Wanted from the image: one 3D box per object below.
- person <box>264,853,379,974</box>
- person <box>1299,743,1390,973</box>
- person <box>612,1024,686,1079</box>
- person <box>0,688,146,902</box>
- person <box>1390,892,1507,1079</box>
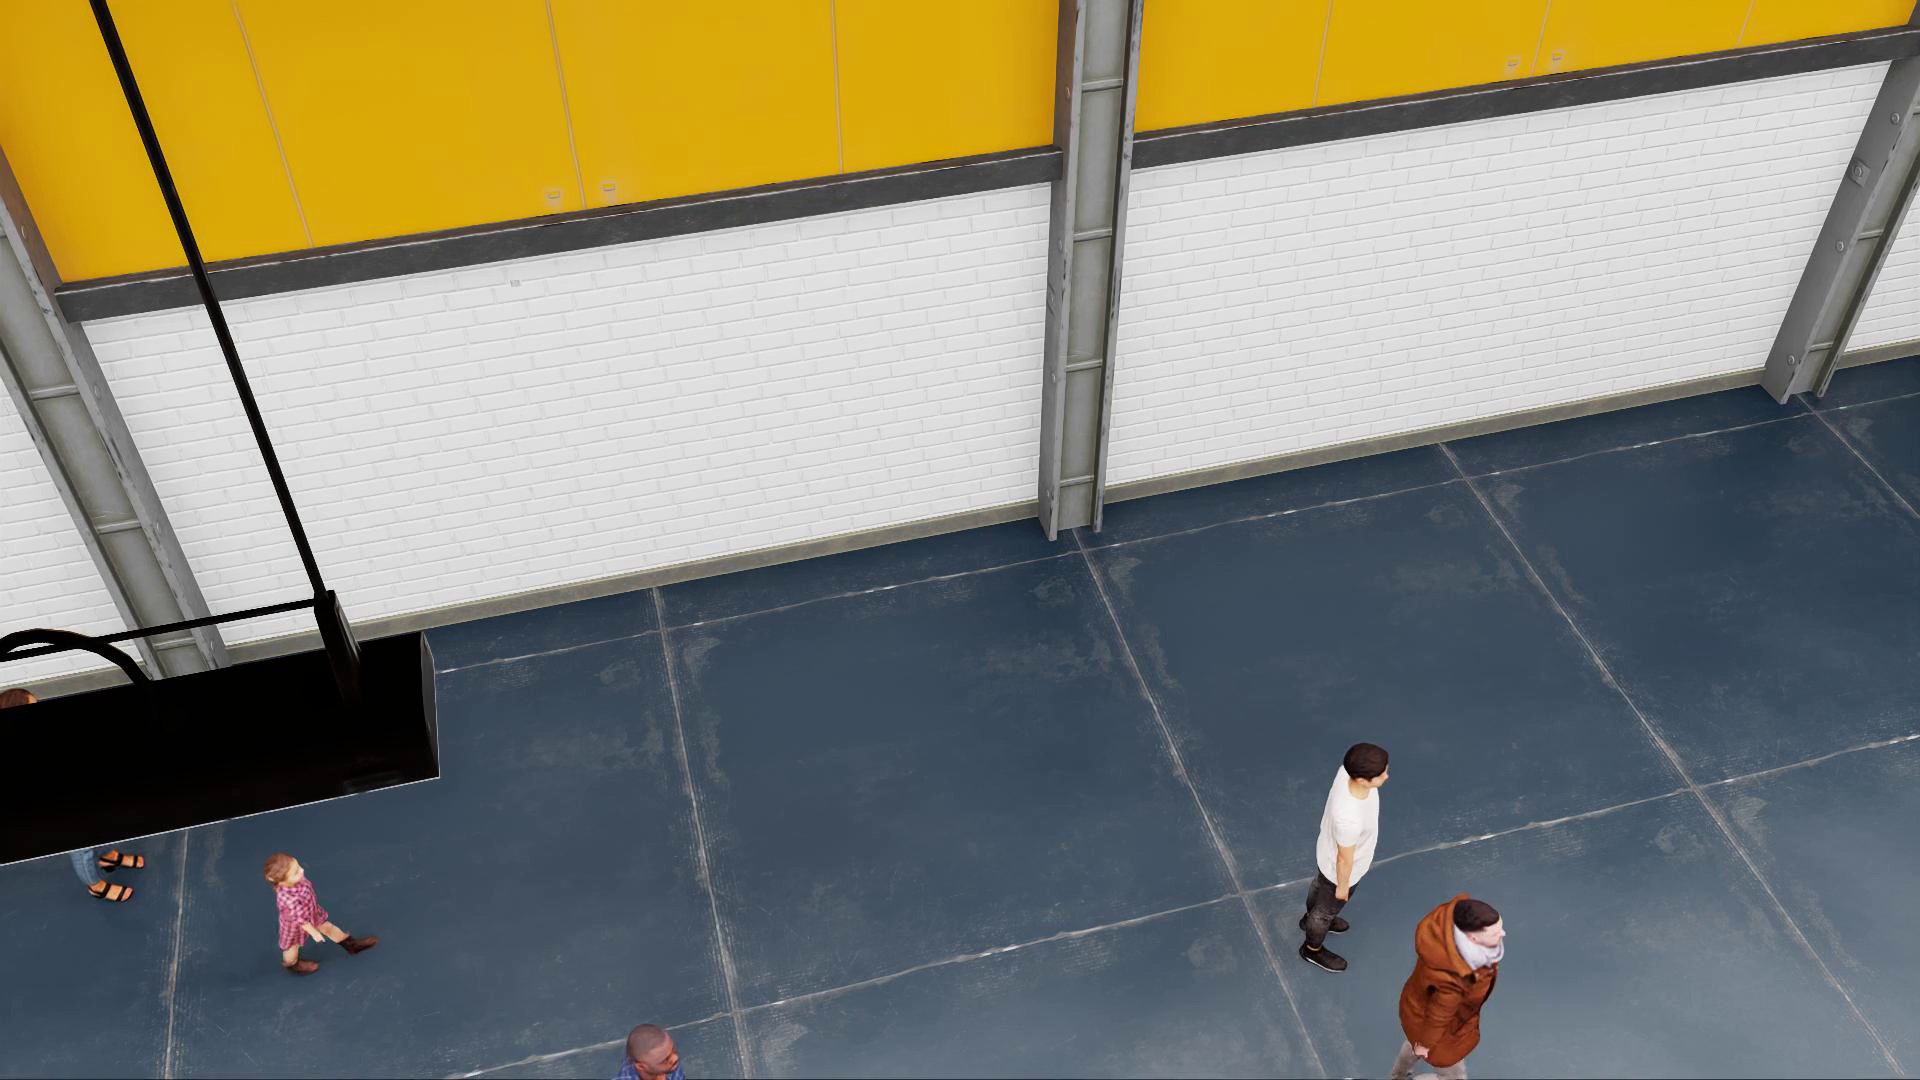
[{"bbox_3d":[-3.637,2.050,9.043,0.726,0.999,0.448,-9,44,-9],"label":"person"},{"bbox_3d":[2.048,1.666,8.921,0.697,1.722,0.704,9,44,9],"label":"person"},{"bbox_3d":[-1.492,2.773,7.721,1.291,1.776,1.115,14,45,15],"label":"person"},{"bbox_3d":[-4.975,1.399,9.234,0.575,1.678,0.634,-6,44,-6],"label":"person"},{"bbox_3d":[2.268,2.305,8.176,0.844,1.826,0.820,6,44,7],"label":"person"}]
